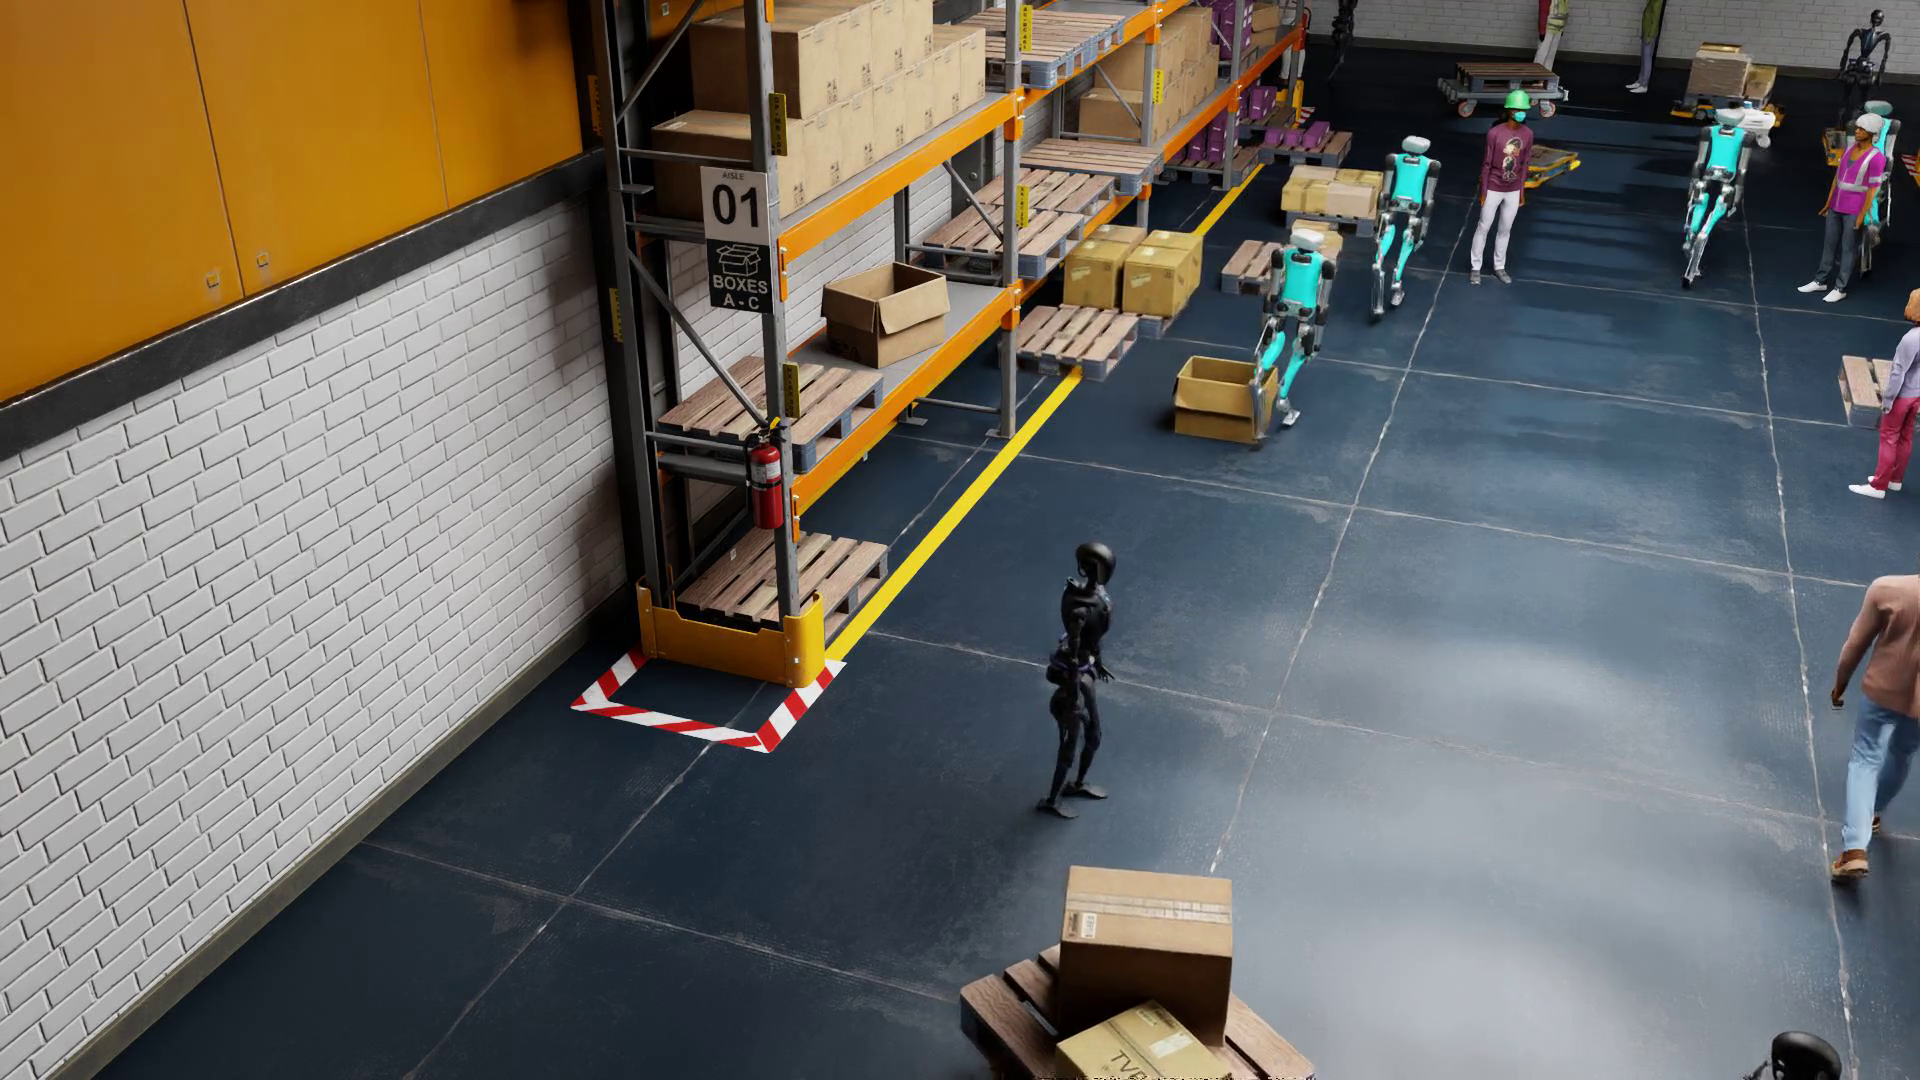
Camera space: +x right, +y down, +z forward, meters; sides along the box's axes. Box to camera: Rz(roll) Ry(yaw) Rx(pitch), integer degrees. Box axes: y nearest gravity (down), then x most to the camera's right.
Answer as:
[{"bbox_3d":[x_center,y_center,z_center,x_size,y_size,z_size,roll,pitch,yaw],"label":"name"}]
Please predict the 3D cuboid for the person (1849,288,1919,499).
[{"bbox_3d":[7.020,-1.089,12.383,0.498,1.628,0.284,-19,33,-32],"label":"person"}]

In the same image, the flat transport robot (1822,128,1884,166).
[{"bbox_3d":[11.592,-5.062,21.569,0.659,0.231,1.431,10,29,19],"label":"flat transport robot"}]

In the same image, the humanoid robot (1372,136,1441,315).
[{"bbox_3d":[4.147,-2.886,15.800,0.552,1.764,1.034,13,30,23],"label":"humanoid robot"}]

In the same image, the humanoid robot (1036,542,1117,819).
[{"bbox_3d":[0.632,0.730,8.804,0.425,1.639,0.603,8,28,16],"label":"humanoid robot"}]

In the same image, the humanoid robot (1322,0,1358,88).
[{"bbox_3d":[5.750,-7.726,25.207,0.455,1.647,0.611,-2,27,-4],"label":"humanoid robot"}]

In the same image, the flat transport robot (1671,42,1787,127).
[{"bbox_3d":[10.877,-6.073,23.531,1.431,0.231,0.659,15,31,27],"label":"flat transport robot"}]

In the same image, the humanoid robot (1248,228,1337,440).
[{"bbox_3d":[2.563,-1.540,13.180,0.557,1.756,1.047,15,31,27],"label":"humanoid robot"}]

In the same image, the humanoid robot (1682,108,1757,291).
[{"bbox_3d":[7.507,-3.378,16.745,0.531,1.781,0.986,19,33,33],"label":"humanoid robot"}]

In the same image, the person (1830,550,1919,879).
[{"bbox_3d":[4.762,0.787,8.389,0.621,1.960,0.950,11,29,20],"label":"person"}]

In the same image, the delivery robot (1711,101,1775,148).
[{"bbox_3d":[10.453,-5.542,22.180,0.767,0.587,0.499,7,28,12],"label":"delivery robot"}]

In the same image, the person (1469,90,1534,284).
[{"bbox_3d":[5.492,-3.577,16.853,0.489,1.955,0.421,-2,27,-5],"label":"person"}]

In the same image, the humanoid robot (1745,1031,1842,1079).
[{"bbox_3d":[2.614,2.328,5.765,0.723,1.631,0.613,9,29,16],"label":"humanoid robot"}]

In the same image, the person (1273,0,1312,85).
[{"bbox_3d":[5.065,-7.937,25.330,0.627,1.936,0.378,-11,29,-21],"label":"person"}]

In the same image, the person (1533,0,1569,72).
[{"bbox_3d":[8.825,-7.621,24.833,0.628,1.833,0.430,-23,35,-38],"label":"person"}]

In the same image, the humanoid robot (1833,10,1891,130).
[{"bbox_3d":[12.149,-6.307,22.459,0.609,1.642,0.388,20,34,34],"label":"humanoid robot"}]

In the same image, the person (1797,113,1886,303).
[{"bbox_3d":[8.736,-3.274,16.379,0.341,1.847,0.509,-9,29,-17],"label":"person"}]

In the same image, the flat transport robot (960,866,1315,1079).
[{"bbox_3d":[0.680,2.367,7.159,1.431,0.231,0.659,-16,31,-28],"label":"flat transport robot"}]

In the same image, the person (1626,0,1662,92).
[{"bbox_3d":[10.287,-7.542,24.887,0.280,1.633,0.498,5,28,10],"label":"person"}]

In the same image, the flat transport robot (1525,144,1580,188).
[{"bbox_3d":[7.180,-4.686,20.841,0.659,0.231,1.431,21,34,35],"label":"flat transport robot"}]

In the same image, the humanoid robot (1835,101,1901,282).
[{"bbox_3d":[9.370,-3.511,16.988,0.538,1.769,0.964,-1,27,-2],"label":"humanoid robot"}]
